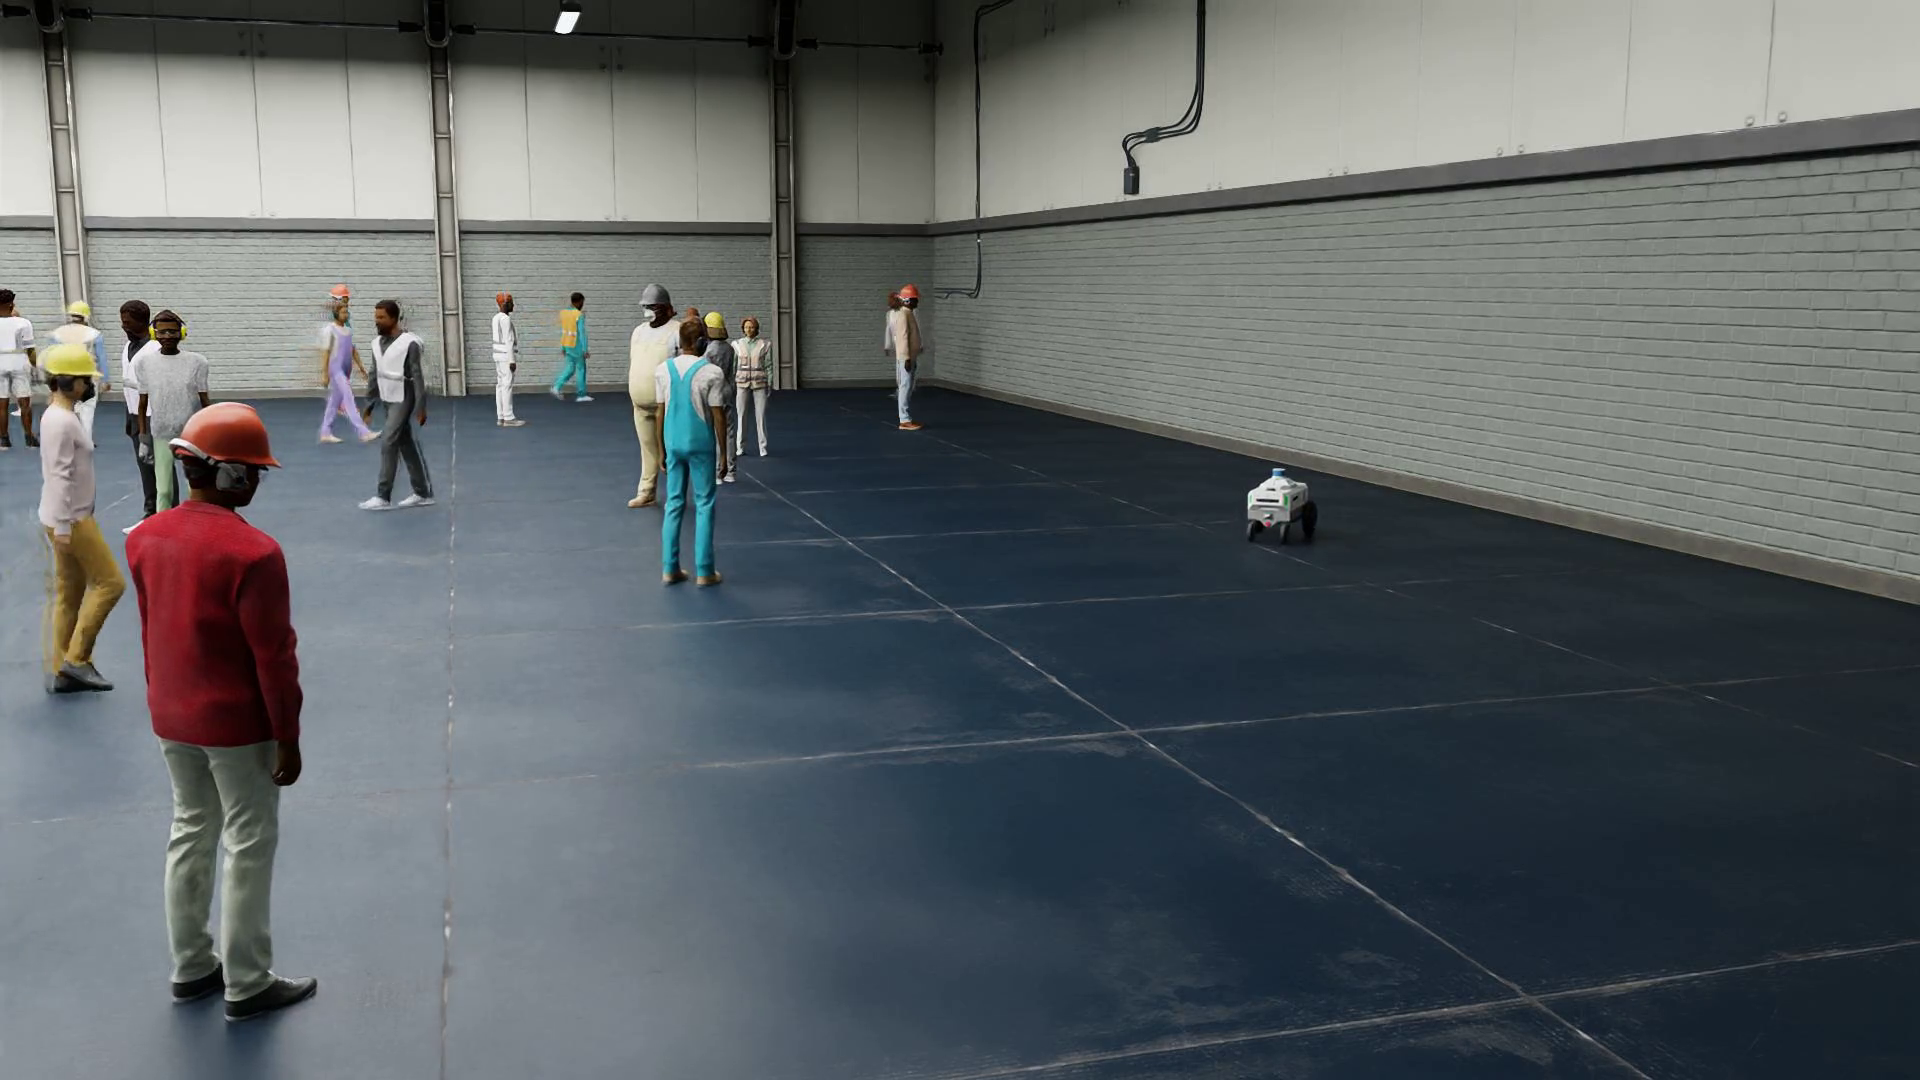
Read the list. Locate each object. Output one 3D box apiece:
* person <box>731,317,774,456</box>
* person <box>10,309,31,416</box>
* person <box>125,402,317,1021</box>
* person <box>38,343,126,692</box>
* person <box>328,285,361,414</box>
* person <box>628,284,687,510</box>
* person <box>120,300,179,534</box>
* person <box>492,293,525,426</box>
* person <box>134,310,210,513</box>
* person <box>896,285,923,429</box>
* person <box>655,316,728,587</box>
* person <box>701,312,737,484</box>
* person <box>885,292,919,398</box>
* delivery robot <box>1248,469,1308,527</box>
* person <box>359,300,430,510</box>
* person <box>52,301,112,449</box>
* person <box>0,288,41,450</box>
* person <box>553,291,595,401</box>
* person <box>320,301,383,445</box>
[{"bbox_3d":[-2.450,-1.796,19.540,0.523,1.640,0.306,0,9,-2],"label":"person"},{"bbox_3d":[-14.372,-2.708,25.364,0.315,1.638,0.515,-6,11,-32],"label":"person"},{"bbox_3d":[-2.058,0.482,4.699,0.574,1.737,0.353,4,10,26],"label":"person"},{"bbox_3d":[-4.396,-0.098,8.305,0.430,1.751,0.537,-5,10,-27],"label":"person"},{"bbox_3d":[-9.580,-2.951,25.774,0.387,1.996,0.611,-6,11,-32],"label":"person"},{"bbox_3d":[-2.729,-1.285,15.008,0.678,2.000,0.536,5,10,28],"label":"person"},{"bbox_3d":[-6.573,-0.985,13.499,0.587,1.913,0.391,6,11,36],"label":"person"},{"bbox_3d":[-6.438,-2.555,23.609,0.356,1.883,0.572,-6,11,-32],"label":"person"},{"bbox_3d":[-5.675,-0.731,12.046,0.508,1.863,0.327,-3,10,-21],"label":"person"},{"bbox_3d":[-0.710,-2.535,23.126,0.375,1.995,0.611,1,9,4],"label":"person"},{"bbox_3d":[-1.807,-0.590,11.247,0.518,1.834,0.351,3,9,17],"label":"person"},{"bbox_3d":[-2.480,-1.439,16.928,0.289,1.746,0.486,5,10,28],"label":"person"},{"bbox_3d":[-1.036,-3.385,29.001,0.825,1.844,0.597,-8,12,-42],"label":"person"},{"bbox_3d":[2.551,-0.328,13.326,0.477,0.478,0.707,4,10,24],"label":"delivery robot"},{"bbox_3d":[-5.201,-1.212,15.017,0.610,1.880,0.884,7,12,39],"label":"person"},{"bbox_3d":[-10.661,-2.002,20.295,0.626,1.813,0.599,0,9,0],"label":"person"},{"bbox_3d":[-11.574,-2.076,20.288,0.604,1.966,0.367,-2,9,-14],"label":"person"},{"bbox_3d":[-6.532,-3.269,28.170,0.625,1.880,0.659,8,12,41],"label":"person"},{"bbox_3d":[-7.704,-2.092,20.908,0.952,1.792,0.538,1,9,9],"label":"person"}]
